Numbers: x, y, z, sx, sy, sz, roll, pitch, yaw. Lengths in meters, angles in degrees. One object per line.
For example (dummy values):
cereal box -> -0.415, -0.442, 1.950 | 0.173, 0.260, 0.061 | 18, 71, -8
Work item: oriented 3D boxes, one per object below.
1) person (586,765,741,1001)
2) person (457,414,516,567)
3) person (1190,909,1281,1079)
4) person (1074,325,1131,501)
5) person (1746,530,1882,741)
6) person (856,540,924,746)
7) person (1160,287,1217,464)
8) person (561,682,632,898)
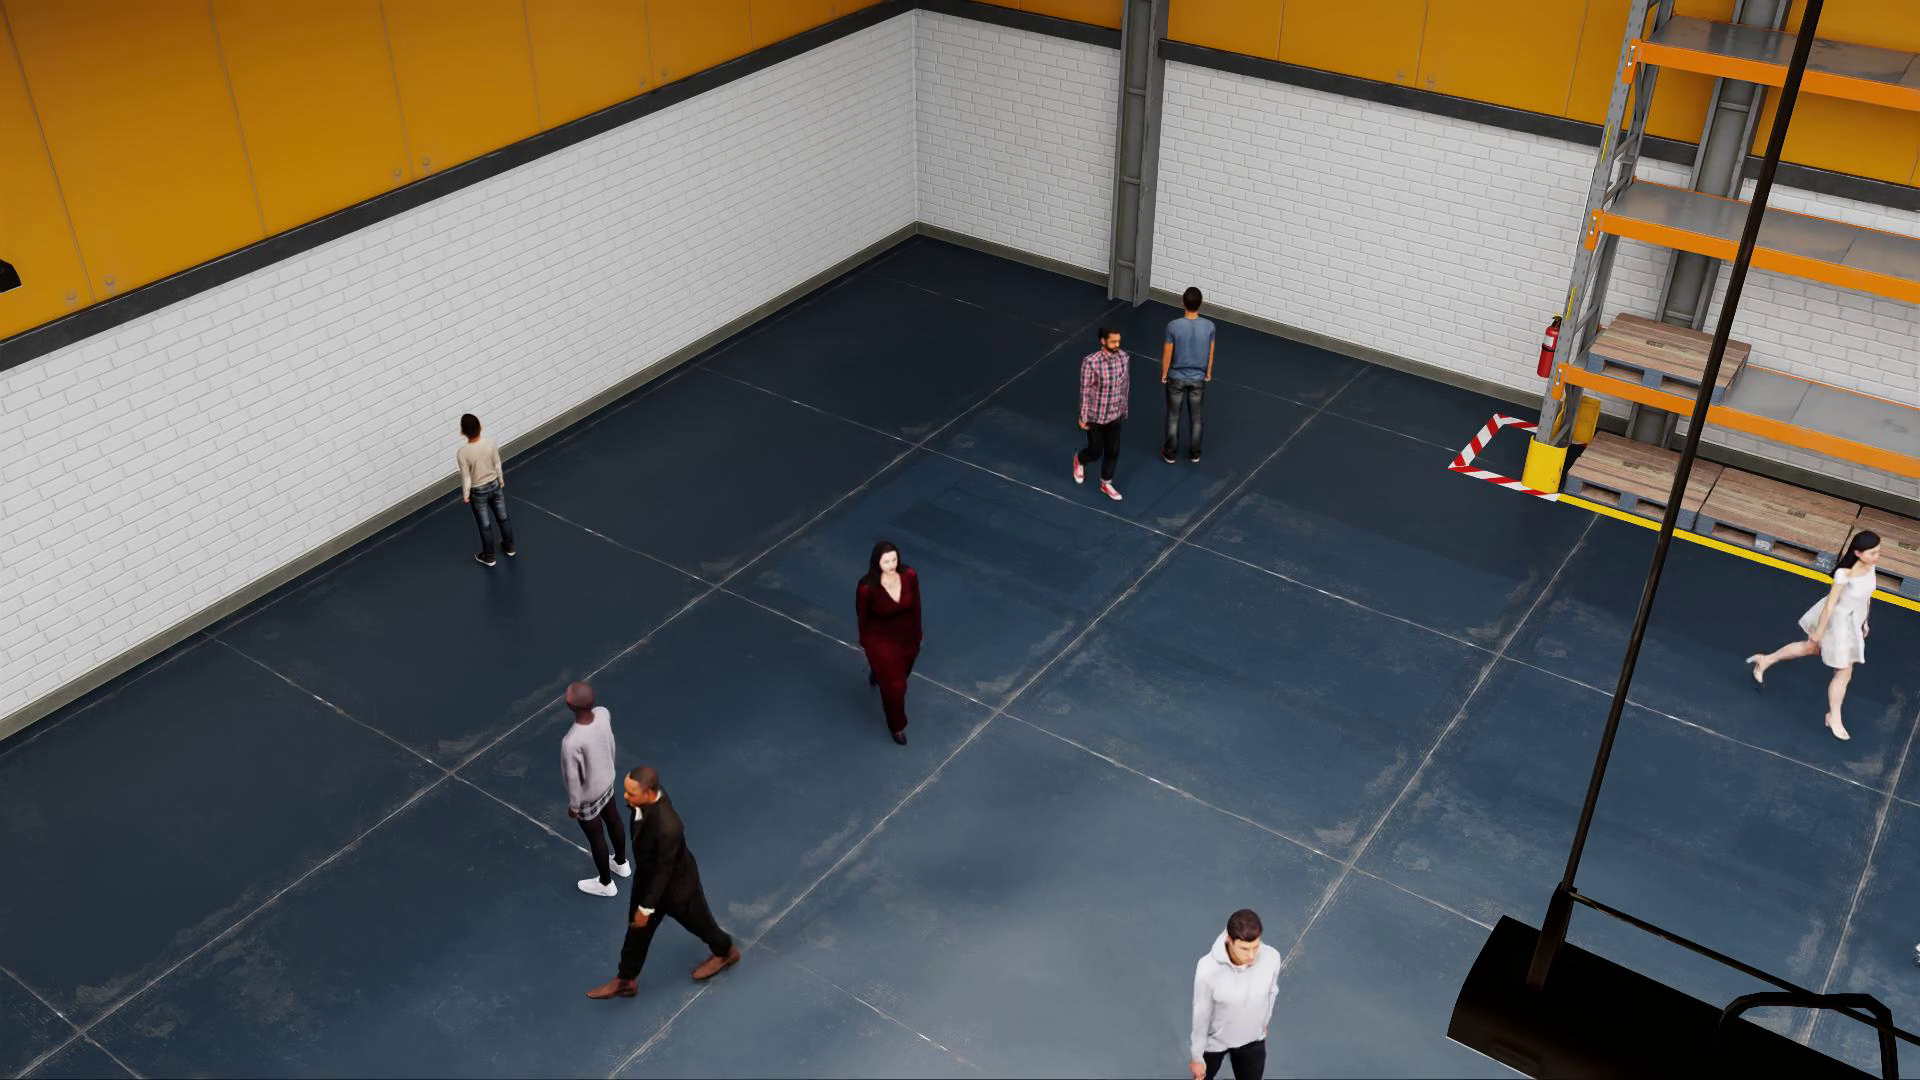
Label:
person -> -1.732, 2.122, 10.412 | 1.035, 1.852, 1.270 | -21, 39, -28
person -> -4.182, -0.452, 14.634 | 0.591, 1.465, 0.561 | -28, 43, -35
person -> 1.488, 2.720, 9.468 | 0.977, 1.901, 1.047 | -7, 34, -11
person -> 1.303, -1.217, 15.532 | 0.891, 1.745, 0.977 | -17, 37, -24
person -> 6.633, 0.639, 12.744 | 0.857, 1.740, 1.223 | -22, 40, -30
person -> -0.560, 0.699, 12.658 | 0.911, 1.736, 1.115 | -19, 38, -26
person -> 2.190, -1.579, 16.022 | 0.683, 1.806, 0.772 | -2, 34, -3
person -> -2.453, 1.659, 11.181 | 0.610, 1.772, 0.658 | 13, 36, 19
